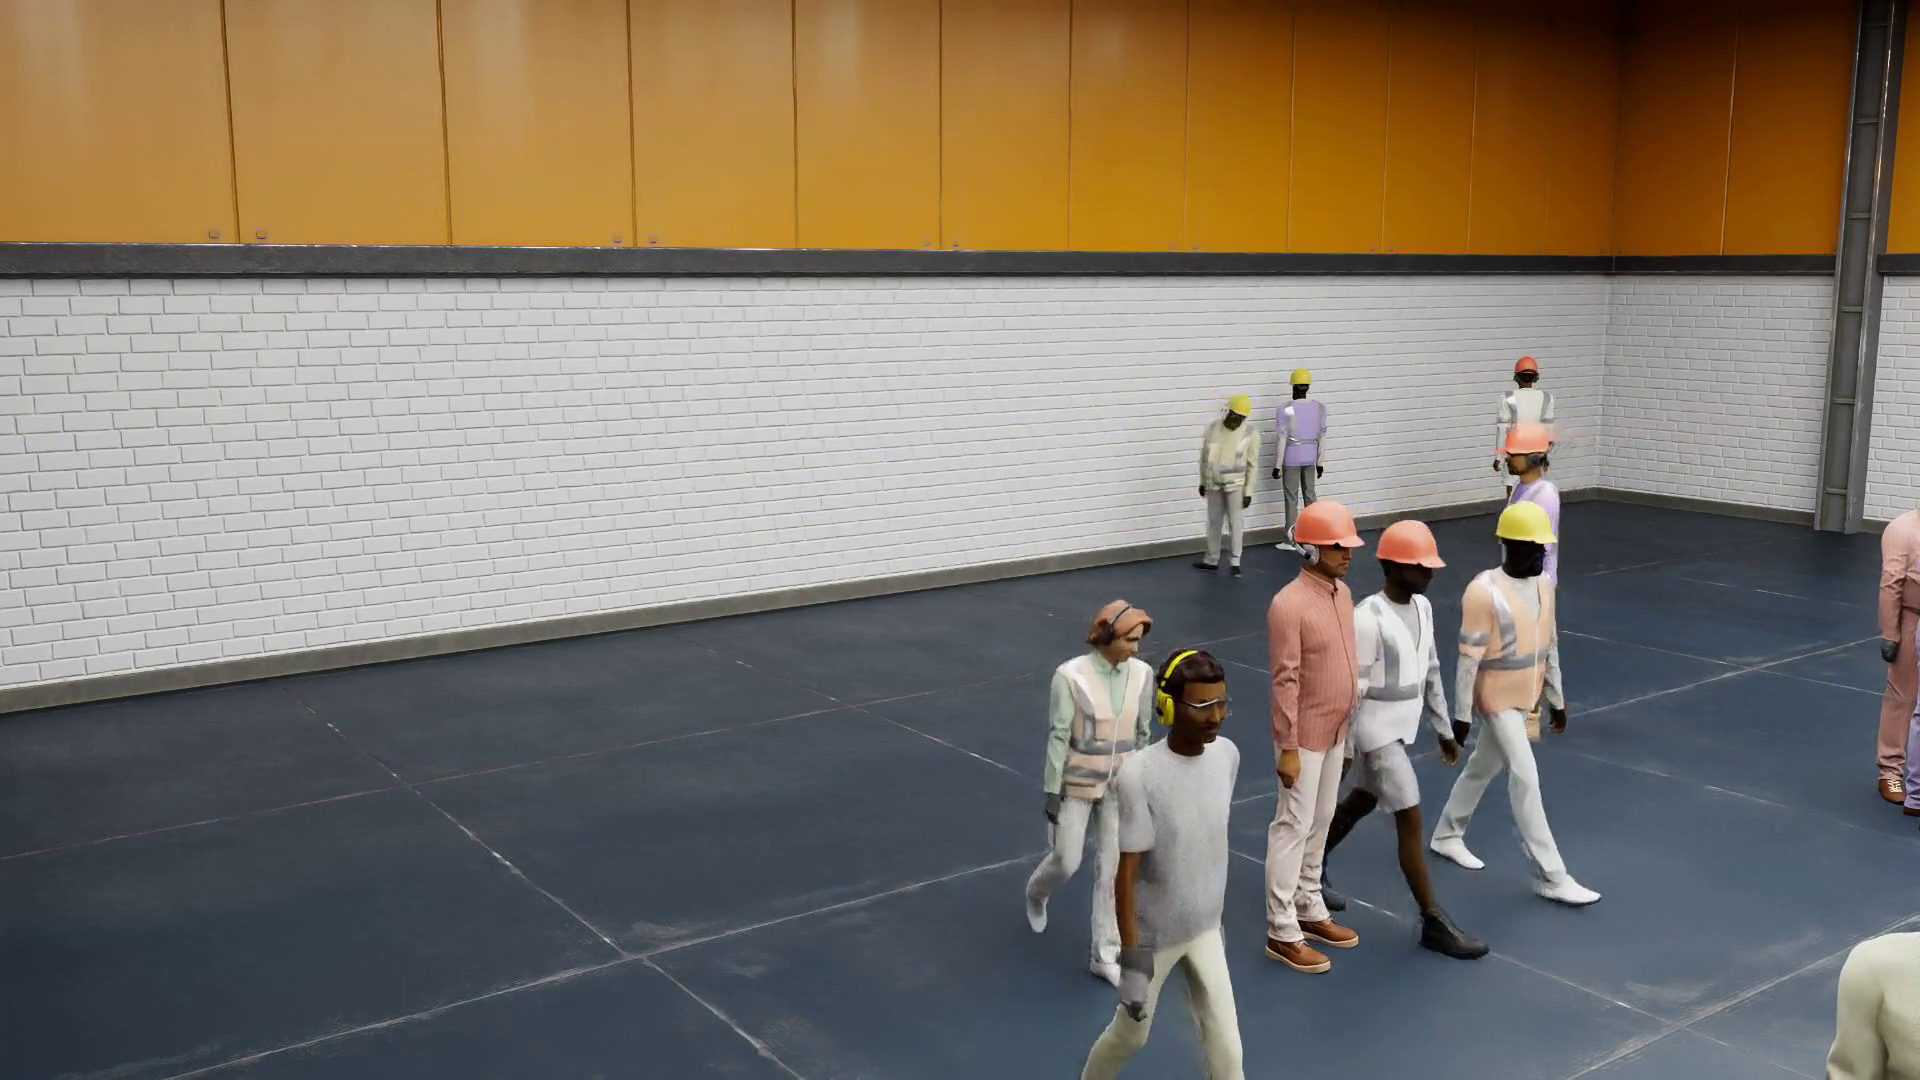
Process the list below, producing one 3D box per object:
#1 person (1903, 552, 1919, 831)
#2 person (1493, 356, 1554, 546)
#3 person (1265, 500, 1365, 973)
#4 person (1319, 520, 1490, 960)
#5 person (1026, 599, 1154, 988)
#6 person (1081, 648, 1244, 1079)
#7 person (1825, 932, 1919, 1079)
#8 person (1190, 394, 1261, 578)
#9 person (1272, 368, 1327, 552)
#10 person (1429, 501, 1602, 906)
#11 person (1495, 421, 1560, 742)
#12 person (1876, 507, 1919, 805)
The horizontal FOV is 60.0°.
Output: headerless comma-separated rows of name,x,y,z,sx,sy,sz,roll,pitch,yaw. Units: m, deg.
person,5.245,0.597,8.737,0.406,1.902,0.636,3,10,18
person,5.972,-0.925,17.684,0.610,2.042,0.396,0,9,-1
person,1.514,0.816,7.094,0.381,1.994,0.622,7,11,35
person,1.889,0.828,7.398,1.033,1.882,0.563,8,12,42
person,0.528,1.021,7.021,0.547,1.604,0.693,-5,10,-27
person,0.661,1.217,5.184,0.555,1.823,0.994,-6,11,-33
person,2.009,1.434,3.276,0.611,1.996,0.378,4,10,21
person,2.522,-0.525,16.038,0.742,1.785,0.414,7,12,37
person,3.561,-0.840,17.513,0.595,1.925,0.375,-3,10,-19
person,2.651,0.742,7.921,0.604,1.871,0.980,-7,12,-39
person,3.478,0.274,10.329,0.430,2.028,0.652,1,9,3
person,5.419,0.521,9.205,0.639,1.903,0.407,0,9,-1
